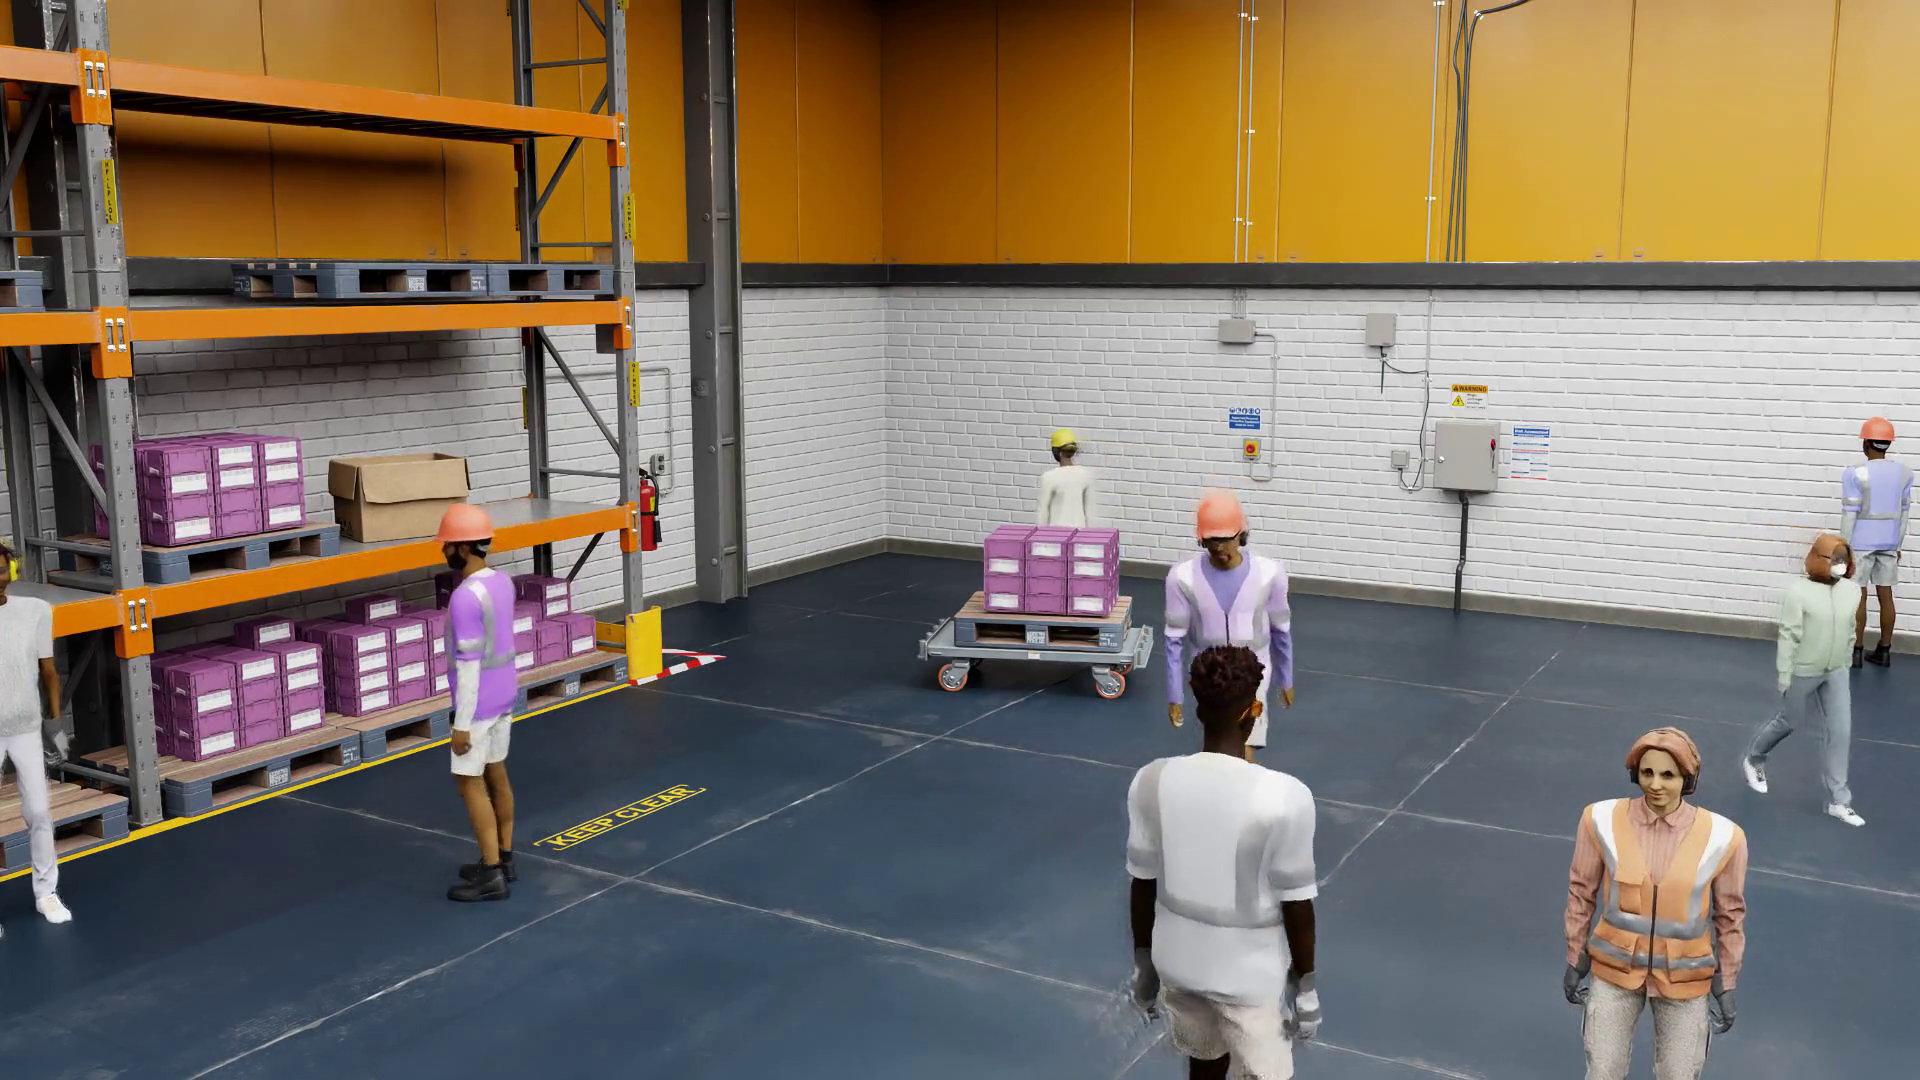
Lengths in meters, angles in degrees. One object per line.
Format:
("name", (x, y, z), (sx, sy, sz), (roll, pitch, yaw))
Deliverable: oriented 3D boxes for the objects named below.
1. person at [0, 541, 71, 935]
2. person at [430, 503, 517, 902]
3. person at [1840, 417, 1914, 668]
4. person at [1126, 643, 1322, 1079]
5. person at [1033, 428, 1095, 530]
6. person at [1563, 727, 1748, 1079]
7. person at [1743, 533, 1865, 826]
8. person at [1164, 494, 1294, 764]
("person", (-4.385, 0.893, 7.630), (0.529, 1.860, 0.331), (-8, 12, -40))
("person", (-2.351, 0.779, 8.081), (0.368, 1.935, 0.556), (1, 9, 6))
("person", (6.999, 0.022, 12.805), (0.545, 1.939, 0.373), (-1, 9, -4))
("person", (0.747, 1.275, 4.954), (0.623, 1.947, 0.705), (8, 12, 39))
("person", (0.807, -0.068, 13.964), (0.547, 1.733, 0.800), (-6, 11, -35))
("person", (2.171, 1.384, 5.235), (0.523, 1.638, 0.310), (4, 10, 25))
("person", (4.806, 0.733, 9.420), (0.512, 1.602, 0.815), (-2, 9, -11))
("person", (1.369, 0.710, 8.469), (0.646, 1.960, 1.091), (2, 9, 12))
